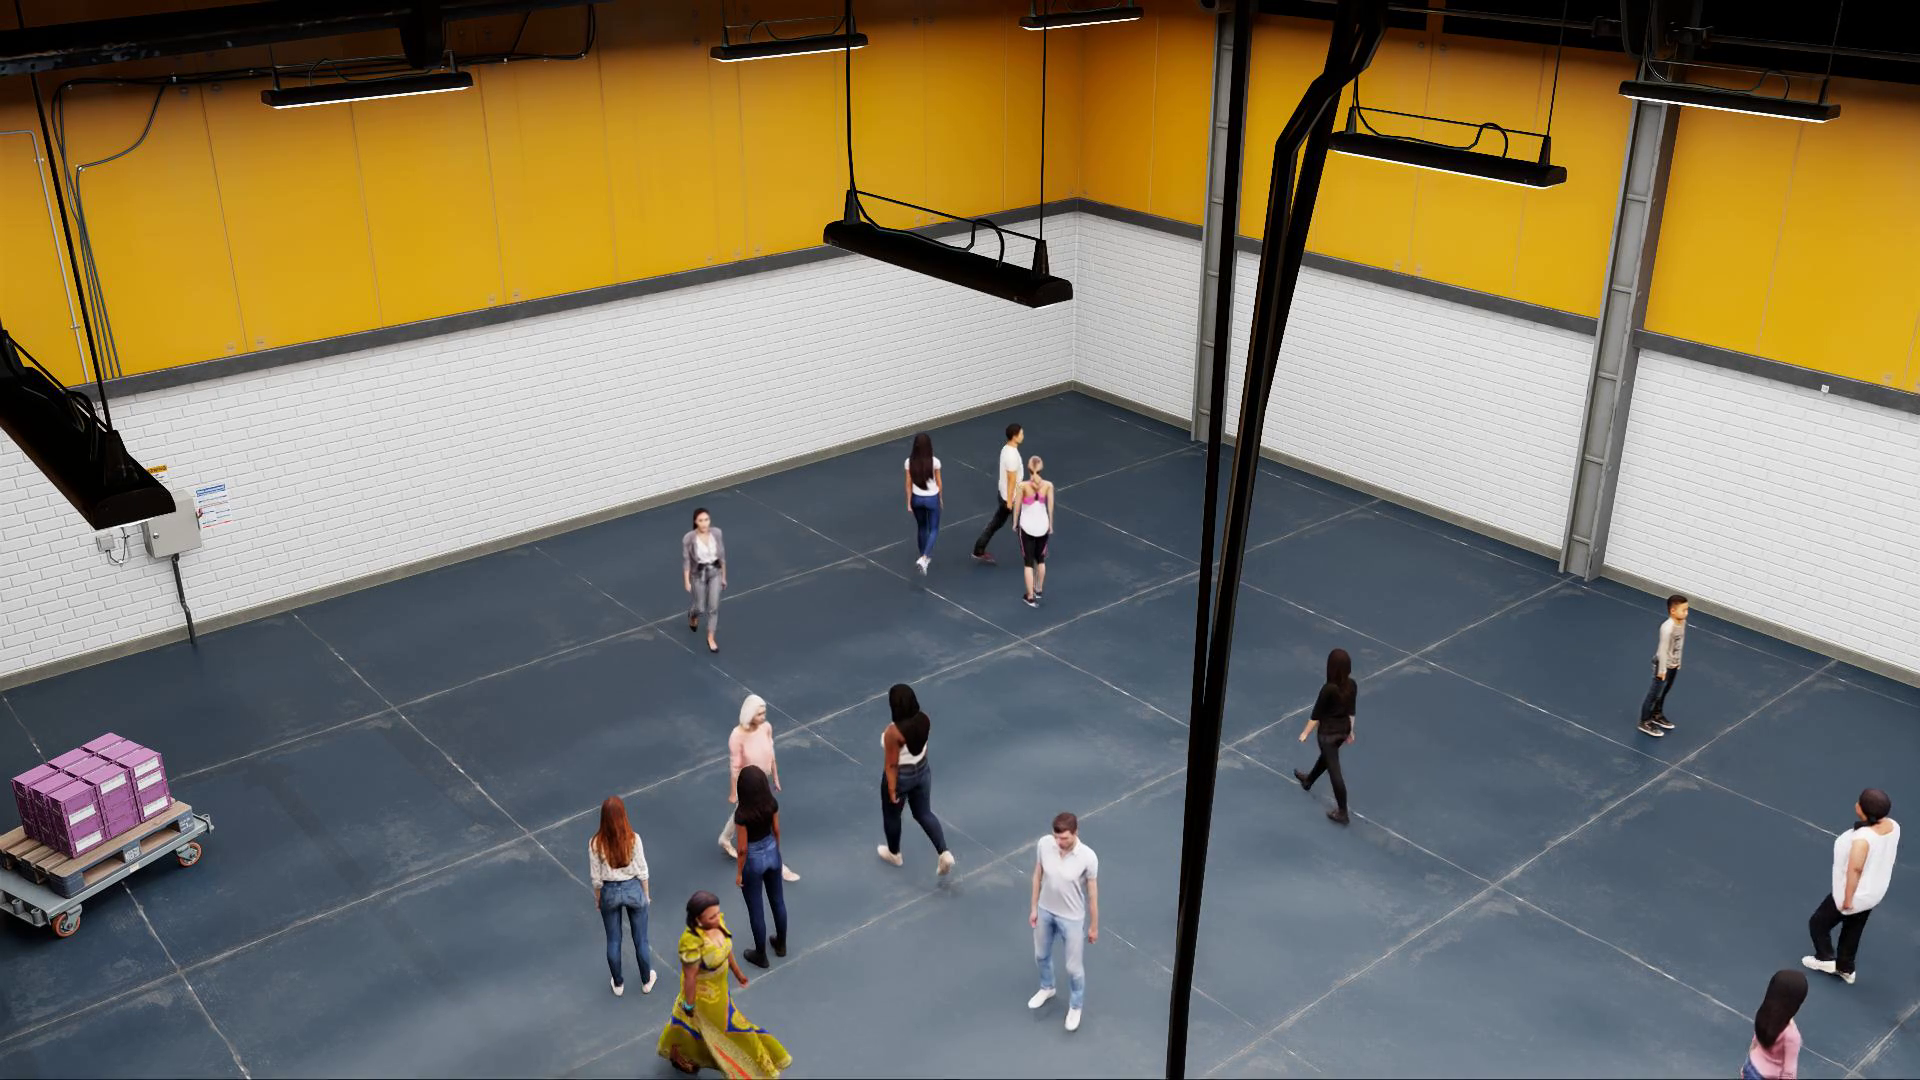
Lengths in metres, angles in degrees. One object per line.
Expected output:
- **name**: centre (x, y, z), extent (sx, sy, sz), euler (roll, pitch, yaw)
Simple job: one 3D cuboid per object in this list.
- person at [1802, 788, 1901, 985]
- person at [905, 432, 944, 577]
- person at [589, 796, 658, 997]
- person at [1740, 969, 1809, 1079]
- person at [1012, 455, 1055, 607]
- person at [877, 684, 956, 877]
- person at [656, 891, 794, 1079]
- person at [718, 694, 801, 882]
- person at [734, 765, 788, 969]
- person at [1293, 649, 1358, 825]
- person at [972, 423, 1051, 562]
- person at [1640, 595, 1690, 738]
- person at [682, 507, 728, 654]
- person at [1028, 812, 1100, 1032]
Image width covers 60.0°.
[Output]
- **person**: centre (6.895, 2.676, 12.710), extent (0.710, 1.672, 0.699), euler (-12, 26, -25)
- **person**: centre (-0.420, -0.395, 19.632), extent (1.003, 1.754, 1.003), euler (5, 24, 12)
- **person**: centre (-2.559, 2.691, 12.605), extent (0.653, 1.728, 0.672), euler (-3, 24, -7)
- **person**: centre (5.119, 3.509, 10.745), extent (1.055, 1.719, 1.052), euler (0, 24, -1)
- **person**: centre (0.843, -0.109, 18.936), extent (0.757, 1.787, 0.815), euler (-4, 24, -10)
- **person**: centre (-0.372, 2.053, 13.996), extent (0.649, 1.784, 1.067), euler (-18, 29, -35)
- **person**: centre (-1.858, 3.158, 11.687), extent (1.377, 1.608, 1.243), euler (4, 24, 10)
- **person**: centre (-1.830, 2.055, 14.135), extent (1.238, 1.668, 0.840), euler (16, 28, 32)
- **person**: centre (-1.555, 2.532, 12.957), extent (0.556, 1.737, 0.522), euler (-19, 30, -37)
- **person**: centre (3.387, 1.781, 14.834), extent (0.685, 1.611, 1.063), euler (-15, 28, -30)
- **person**: centre (0.497, -0.518, 19.918), extent (1.104, 1.751, 1.210), euler (-3, 24, -8)
- **person**: centre (6.936, 1.206, 16.337), extent (0.516, 1.460, 0.549), euler (22, 32, 40)
- **person**: centre (-2.767, 0.394, 17.940), extent (0.706, 1.664, 0.850), euler (-11, 26, -24)
- **person**: centre (0.763, 2.753, 12.323), extent (0.694, 1.840, 0.834), euler (13, 27, 26)
